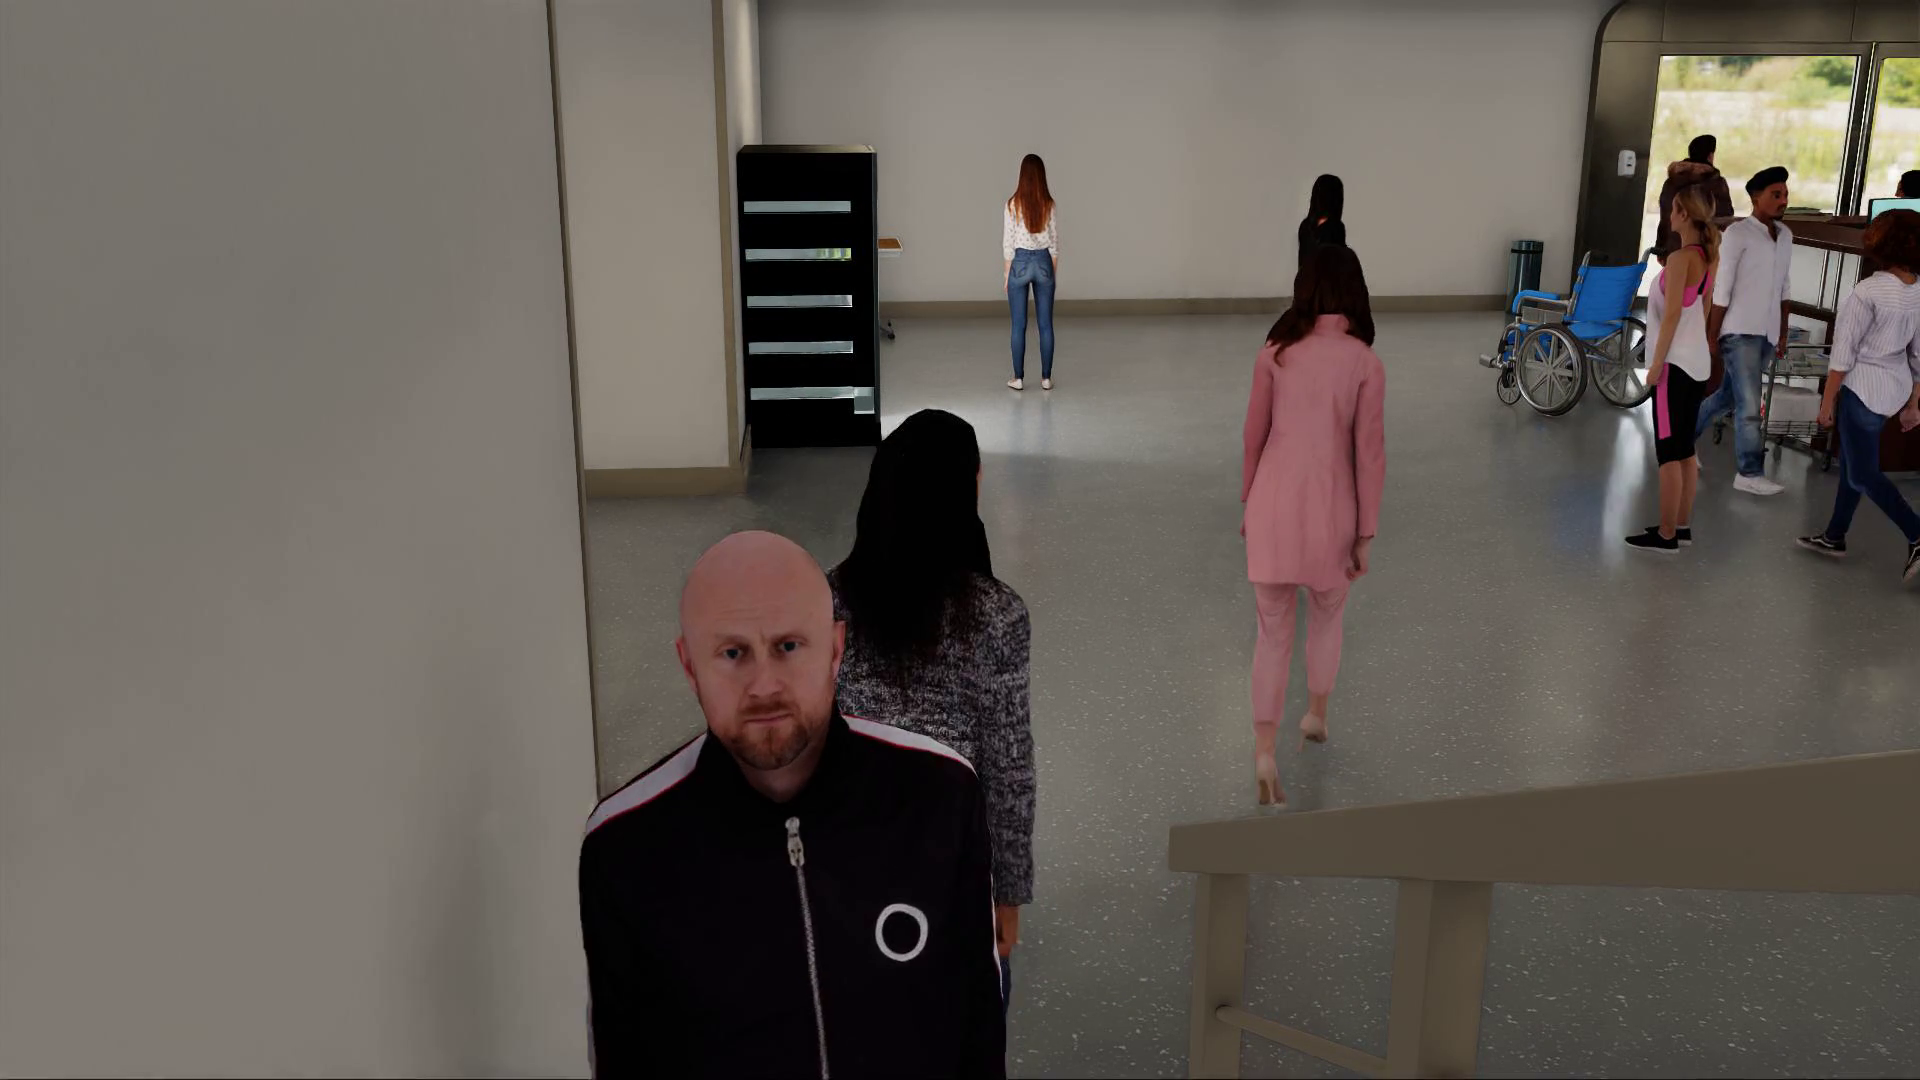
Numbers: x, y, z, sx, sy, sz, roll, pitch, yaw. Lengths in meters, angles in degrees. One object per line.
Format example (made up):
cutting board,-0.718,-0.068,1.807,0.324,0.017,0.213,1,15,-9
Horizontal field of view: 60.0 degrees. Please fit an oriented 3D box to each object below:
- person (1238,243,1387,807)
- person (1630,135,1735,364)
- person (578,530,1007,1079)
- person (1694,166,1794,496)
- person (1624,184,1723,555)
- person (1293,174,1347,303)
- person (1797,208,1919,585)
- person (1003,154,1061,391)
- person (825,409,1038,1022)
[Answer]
person,1.062,-0.001,5.252,0.926,1.760,1.198,5,17,18
person,5.594,-2.176,12.883,1.014,1.806,1.214,-5,16,-17
person,-0.203,0.849,2.144,0.782,1.811,1.030,-4,16,-14
person,4.402,-1.191,9.436,0.899,1.780,1.235,-7,17,-23
person,3.526,-0.827,8.135,0.689,1.786,0.718,-14,21,-40
person,2.393,-1.642,11.298,0.779,1.638,0.700,-12,20,-37
person,4.324,-0.656,7.729,0.841,1.677,1.149,-7,17,-24
person,0.532,-1.987,12.355,0.570,1.728,0.504,-2,16,-6
person,-0.109,0.636,3.070,0.716,1.718,0.711,3,16,12
